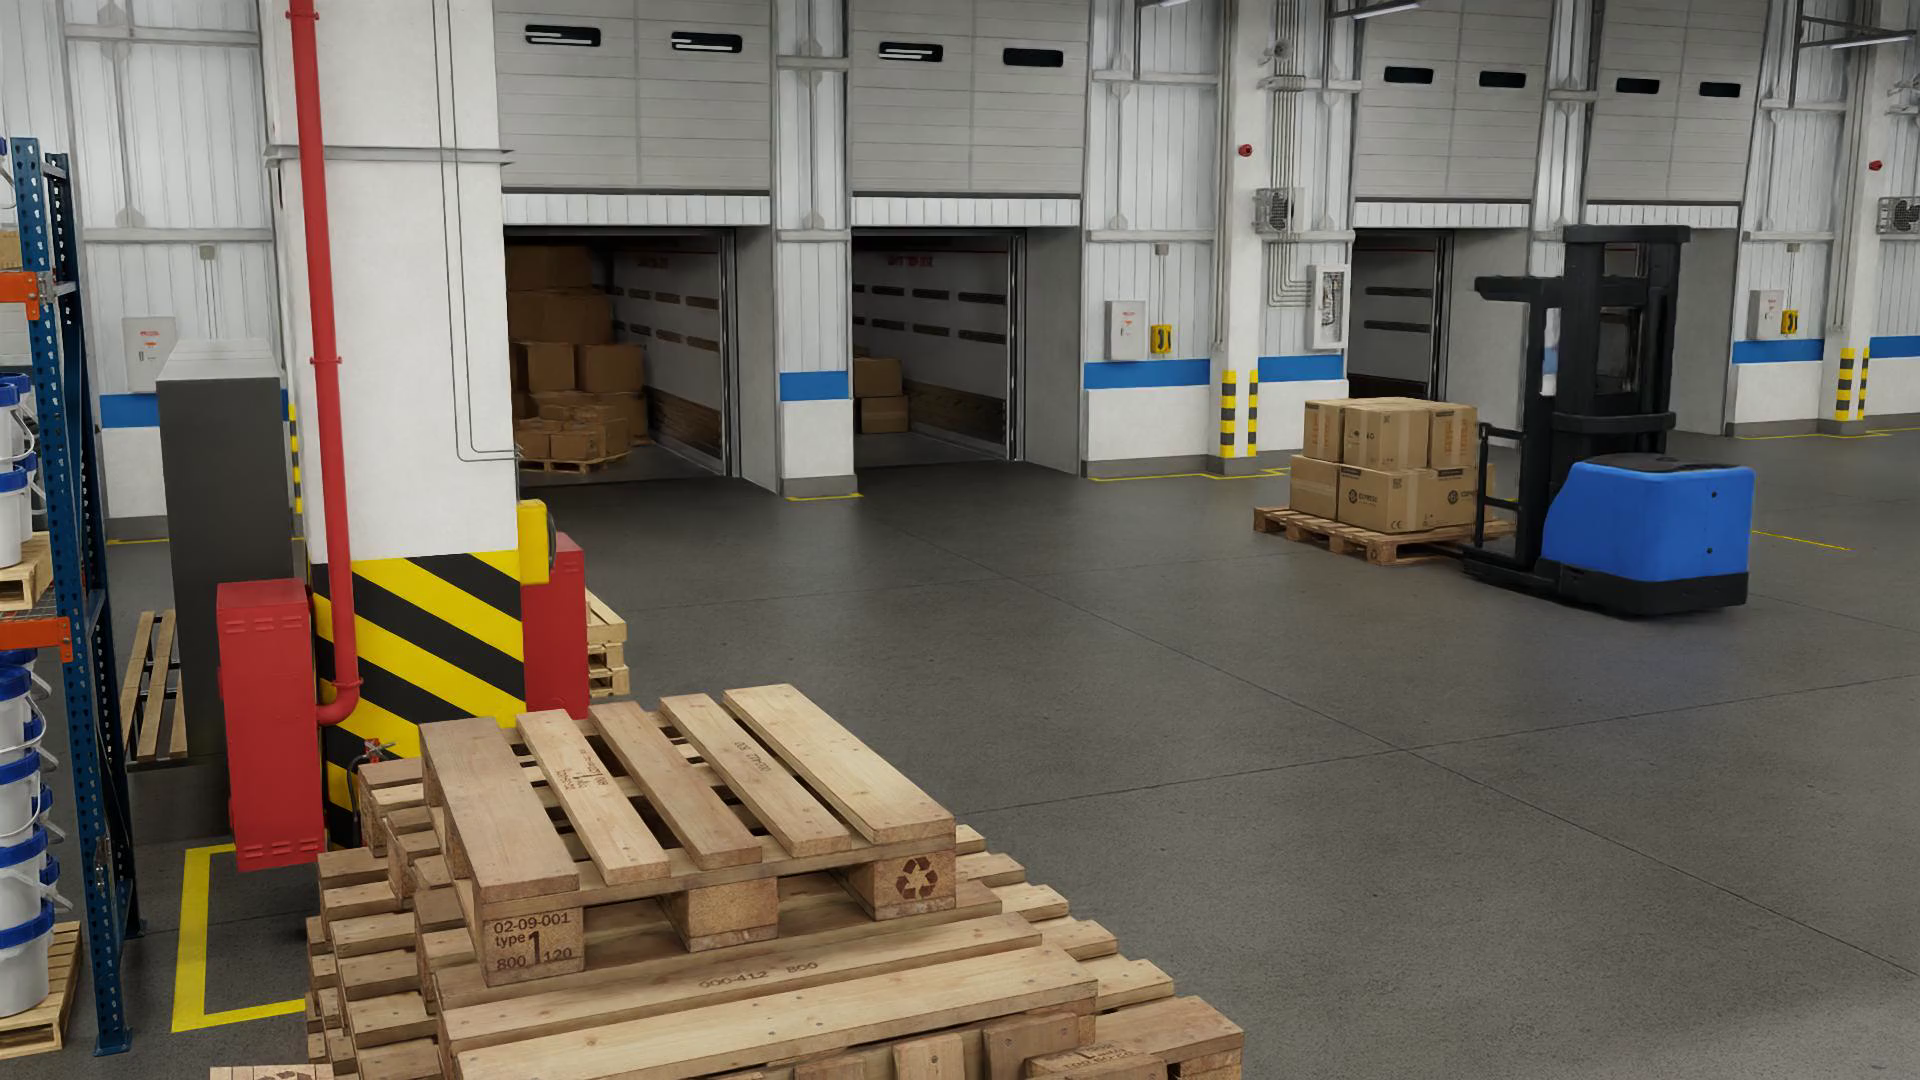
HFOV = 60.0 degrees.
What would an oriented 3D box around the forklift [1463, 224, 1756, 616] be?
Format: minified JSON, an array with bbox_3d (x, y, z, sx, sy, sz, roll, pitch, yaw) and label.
[{"bbox_3d":[4.938,-0.970,12.534,1.129,2.768,1.873,-4,11,-23],"label":"forklift"}]
